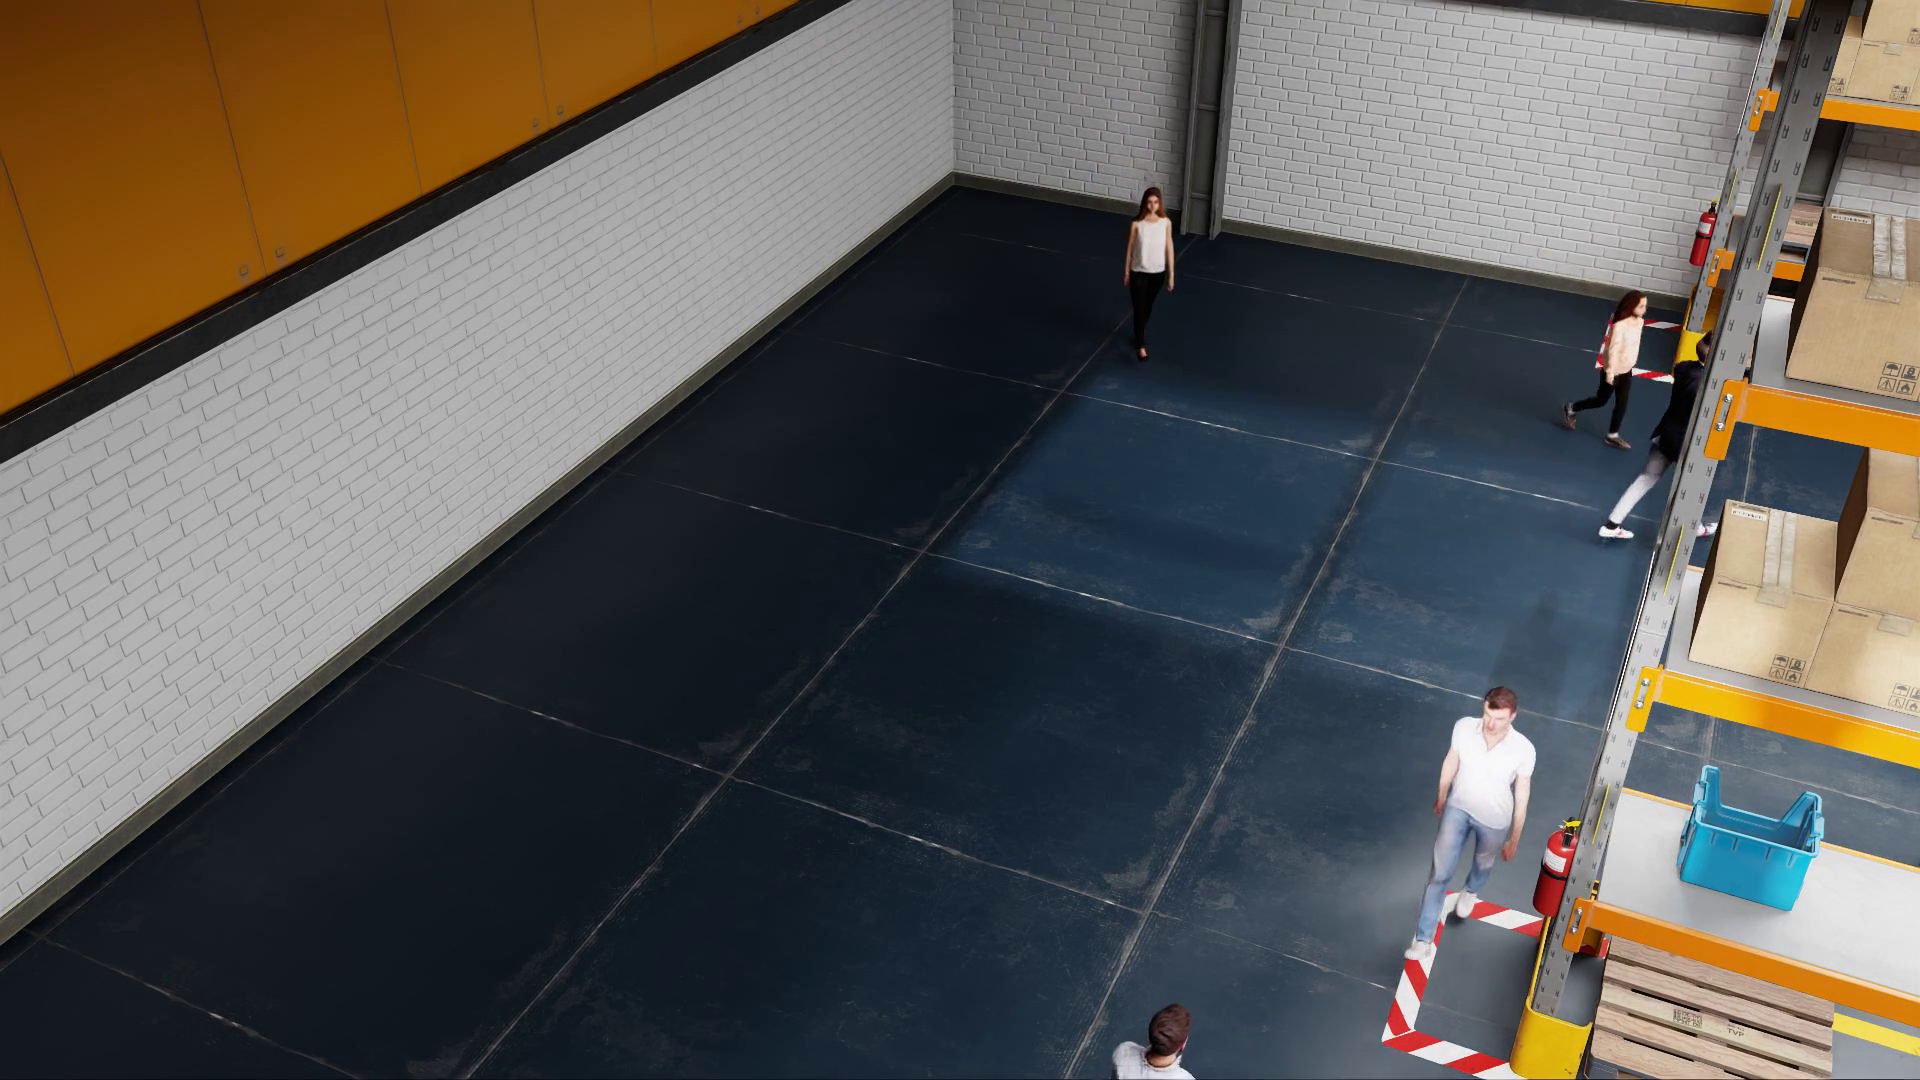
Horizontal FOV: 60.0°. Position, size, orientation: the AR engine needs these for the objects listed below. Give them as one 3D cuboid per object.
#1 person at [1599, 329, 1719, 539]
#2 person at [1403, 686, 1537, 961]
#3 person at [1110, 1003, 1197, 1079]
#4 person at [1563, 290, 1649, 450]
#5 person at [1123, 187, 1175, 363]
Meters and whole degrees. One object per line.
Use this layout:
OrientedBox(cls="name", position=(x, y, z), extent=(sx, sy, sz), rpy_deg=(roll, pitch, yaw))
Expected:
OrientedBox(cls="person", position=(5.571, -0.774, 13.111), extent=(1.353, 1.899, 1.208), rpy_deg=(-6, 34, -9))
OrientedBox(cls="person", position=(3.045, 1.557, 9.688), extent=(1.115, 1.805, 0.814), rpy_deg=(18, 38, 25))
OrientedBox(cls="person", position=(0.839, 2.860, 7.705), extent=(0.888, 1.831, 0.809), rpy_deg=(22, 39, 29))
OrientedBox(cls="person", position=(5.729, -1.524, 14.632), extent=(0.828, 1.464, 0.979), rpy_deg=(-20, 39, -28))
OrientedBox(cls="person", position=(1.796, -2.611, 16.066), extent=(1.059, 1.686, 0.997), rpy_deg=(-3, 34, -4))
